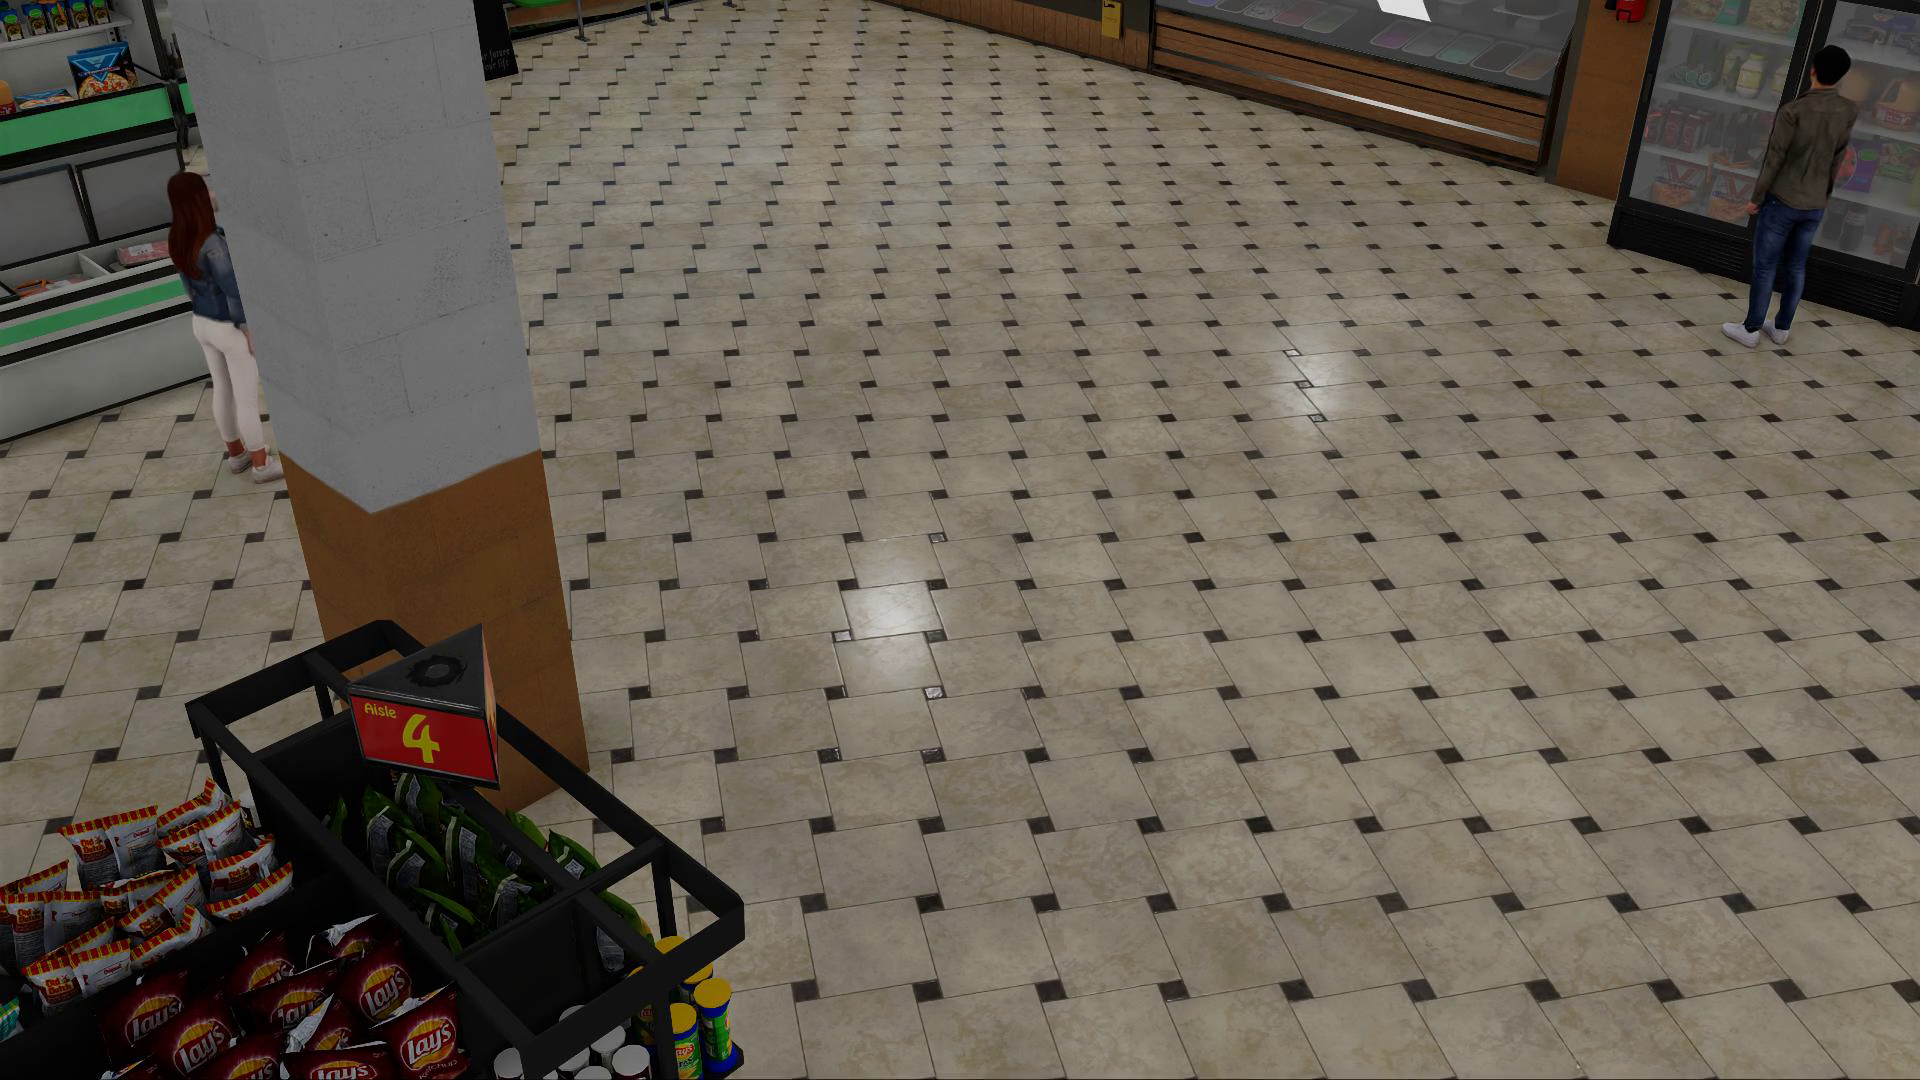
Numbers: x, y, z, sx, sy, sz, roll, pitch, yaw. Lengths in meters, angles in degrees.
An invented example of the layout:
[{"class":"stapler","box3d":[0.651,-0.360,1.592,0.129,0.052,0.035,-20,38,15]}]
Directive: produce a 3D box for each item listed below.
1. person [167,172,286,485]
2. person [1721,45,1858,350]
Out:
[{"class":"person","box3d":[-3.888,-1.104,8.751,0.641,1.703,0.564,21,38,30]},{"class":"person","box3d":[5.094,-2.070,10.151,0.733,1.864,0.847,-6,32,-9]}]
